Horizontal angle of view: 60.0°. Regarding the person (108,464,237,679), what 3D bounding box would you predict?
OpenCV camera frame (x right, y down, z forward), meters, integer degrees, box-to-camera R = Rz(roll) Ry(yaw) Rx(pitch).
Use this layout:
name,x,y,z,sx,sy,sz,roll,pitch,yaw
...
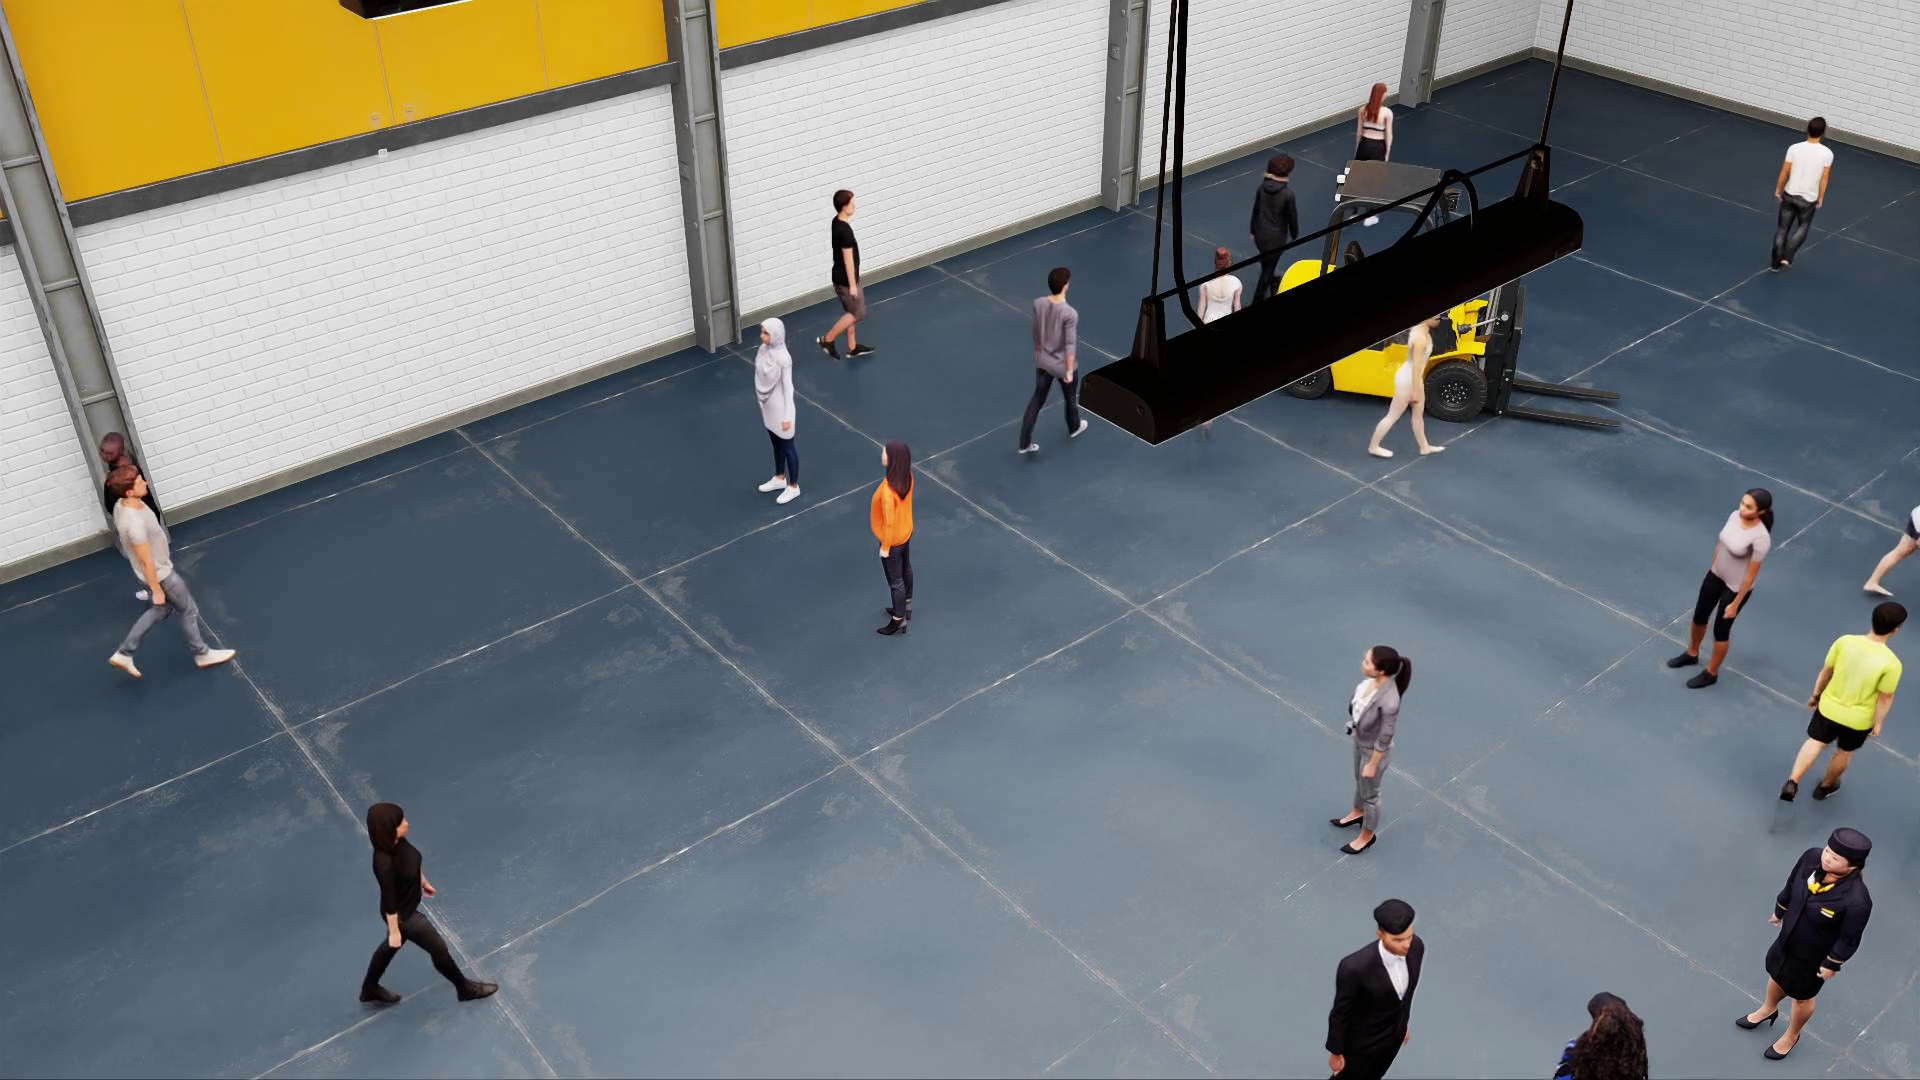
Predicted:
name,x,y,z,sx,sy,sz,roll,pitch,yaw
person,-6.152,0.273,12.532,1.128,1.873,0.747,-20,38,-27

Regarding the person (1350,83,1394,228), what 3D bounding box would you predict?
name,x,y,z,sx,sy,sz,roll,pitch,yaw
person,4.949,-4.652,20.058,0.646,1.744,0.612,18,38,25

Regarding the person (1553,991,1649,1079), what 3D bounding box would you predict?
name,x,y,z,sx,sy,sz,roll,pitch,yaw
person,3.274,3.042,8.612,0.921,1.601,1.045,13,36,19

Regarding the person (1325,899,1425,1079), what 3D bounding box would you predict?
name,x,y,z,sx,sy,sz,roll,pitch,yaw
person,2.215,2.632,8.973,0.571,1.884,0.802,-16,37,-23

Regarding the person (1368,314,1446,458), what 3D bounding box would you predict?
name,x,y,z,sx,sy,sz,roll,pitch,yaw
person,4.068,-1.471,15.394,0.931,1.610,0.950,7,34,11

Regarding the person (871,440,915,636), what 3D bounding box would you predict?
name,x,y,z,sx,sy,sz,roll,pitch,yaw
person,-0.502,-0.034,13.107,0.771,1.748,0.679,8,35,12

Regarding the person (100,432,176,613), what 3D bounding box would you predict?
name,x,y,z,sx,sy,sz,roll,pitch,yaw
person,-6.555,-0.145,13.289,0.605,1.731,0.738,-21,39,-28

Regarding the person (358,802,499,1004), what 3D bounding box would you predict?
name,x,y,z,sx,sy,sz,roll,pitch,yaw
person,-3.386,2.204,9.870,1.145,1.604,0.921,-6,34,-9

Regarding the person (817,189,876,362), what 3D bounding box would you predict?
name,x,y,z,sx,sy,sz,roll,pitch,yaw
person,-1.235,-2.681,16.992,0.999,1.855,0.887,-8,34,-12

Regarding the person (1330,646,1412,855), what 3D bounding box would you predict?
name,x,y,z,sx,sy,sz,roll,pitch,yaw
person,2.740,1.375,11.050,0.769,1.679,0.723,0,34,0

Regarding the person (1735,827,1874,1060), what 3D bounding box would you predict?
name,x,y,z,sx,sy,sz,roll,pitch,yaw
person,4.923,2.326,9.626,0.777,1.671,0.786,-9,35,-13

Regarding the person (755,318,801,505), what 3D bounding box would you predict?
name,x,y,z,sx,sy,sz,roll,pitch,yaw
person,-1.607,-1.167,14.787,0.533,1.775,0.610,-23,40,-30

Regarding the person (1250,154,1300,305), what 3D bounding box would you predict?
name,x,y,z,sx,sy,sz,roll,pitch,yaw
person,3.329,-3.246,17.957,0.794,1.730,1.132,23,40,30

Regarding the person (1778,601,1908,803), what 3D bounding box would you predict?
name,x,y,z,sx,sy,sz,roll,pitch,yaw
person,6.026,1.175,11.340,0.875,1.690,0.634,-25,41,-33

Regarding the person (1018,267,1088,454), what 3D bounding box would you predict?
name,x,y,z,sx,sy,sz,roll,pitch,yaw
person,0.821,-1.617,15.431,0.849,1.811,1.214,24,41,32

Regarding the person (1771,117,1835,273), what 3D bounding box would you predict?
name,x,y,z,sx,sy,sz,roll,pitch,yaw
person,9.495,-3.871,18.836,0.757,1.796,0.735,20,38,27

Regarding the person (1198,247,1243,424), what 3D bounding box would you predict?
name,x,y,z,sx,sy,sz,roll,pitch,yaw
person,2.454,-1.936,15.951,0.998,1.768,1.143,8,34,11

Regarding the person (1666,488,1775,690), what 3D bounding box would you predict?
name,x,y,z,sx,sy,sz,roll,pitch,yaw
person,5.846,0.342,12.548,0.736,1.742,0.735,-6,34,-9
